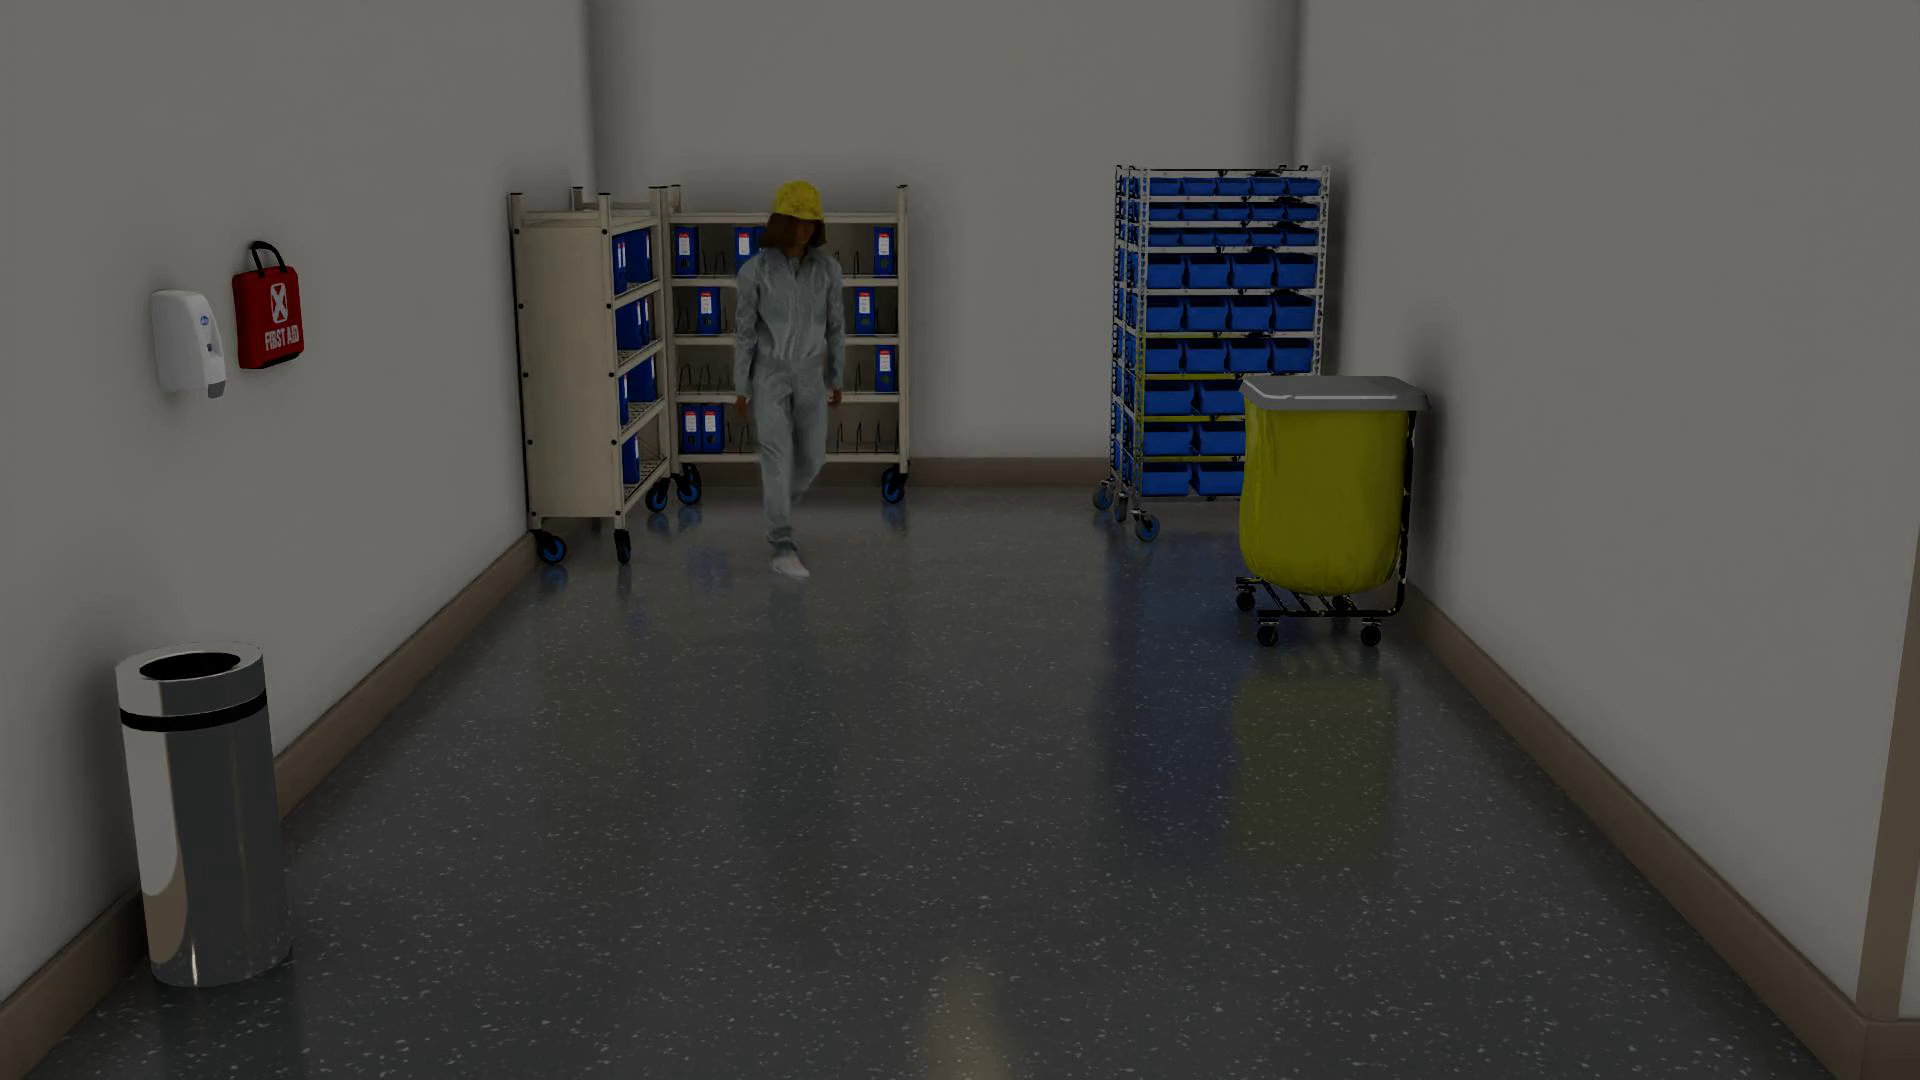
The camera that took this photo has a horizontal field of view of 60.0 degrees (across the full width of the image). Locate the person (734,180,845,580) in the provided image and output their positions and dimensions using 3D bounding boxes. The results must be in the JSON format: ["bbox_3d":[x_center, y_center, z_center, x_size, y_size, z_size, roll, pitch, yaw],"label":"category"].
[{"bbox_3d":[-0.771,-0.717,7.322,0.512,1.717,0.598,-7,15,-29],"label":"person"}]
